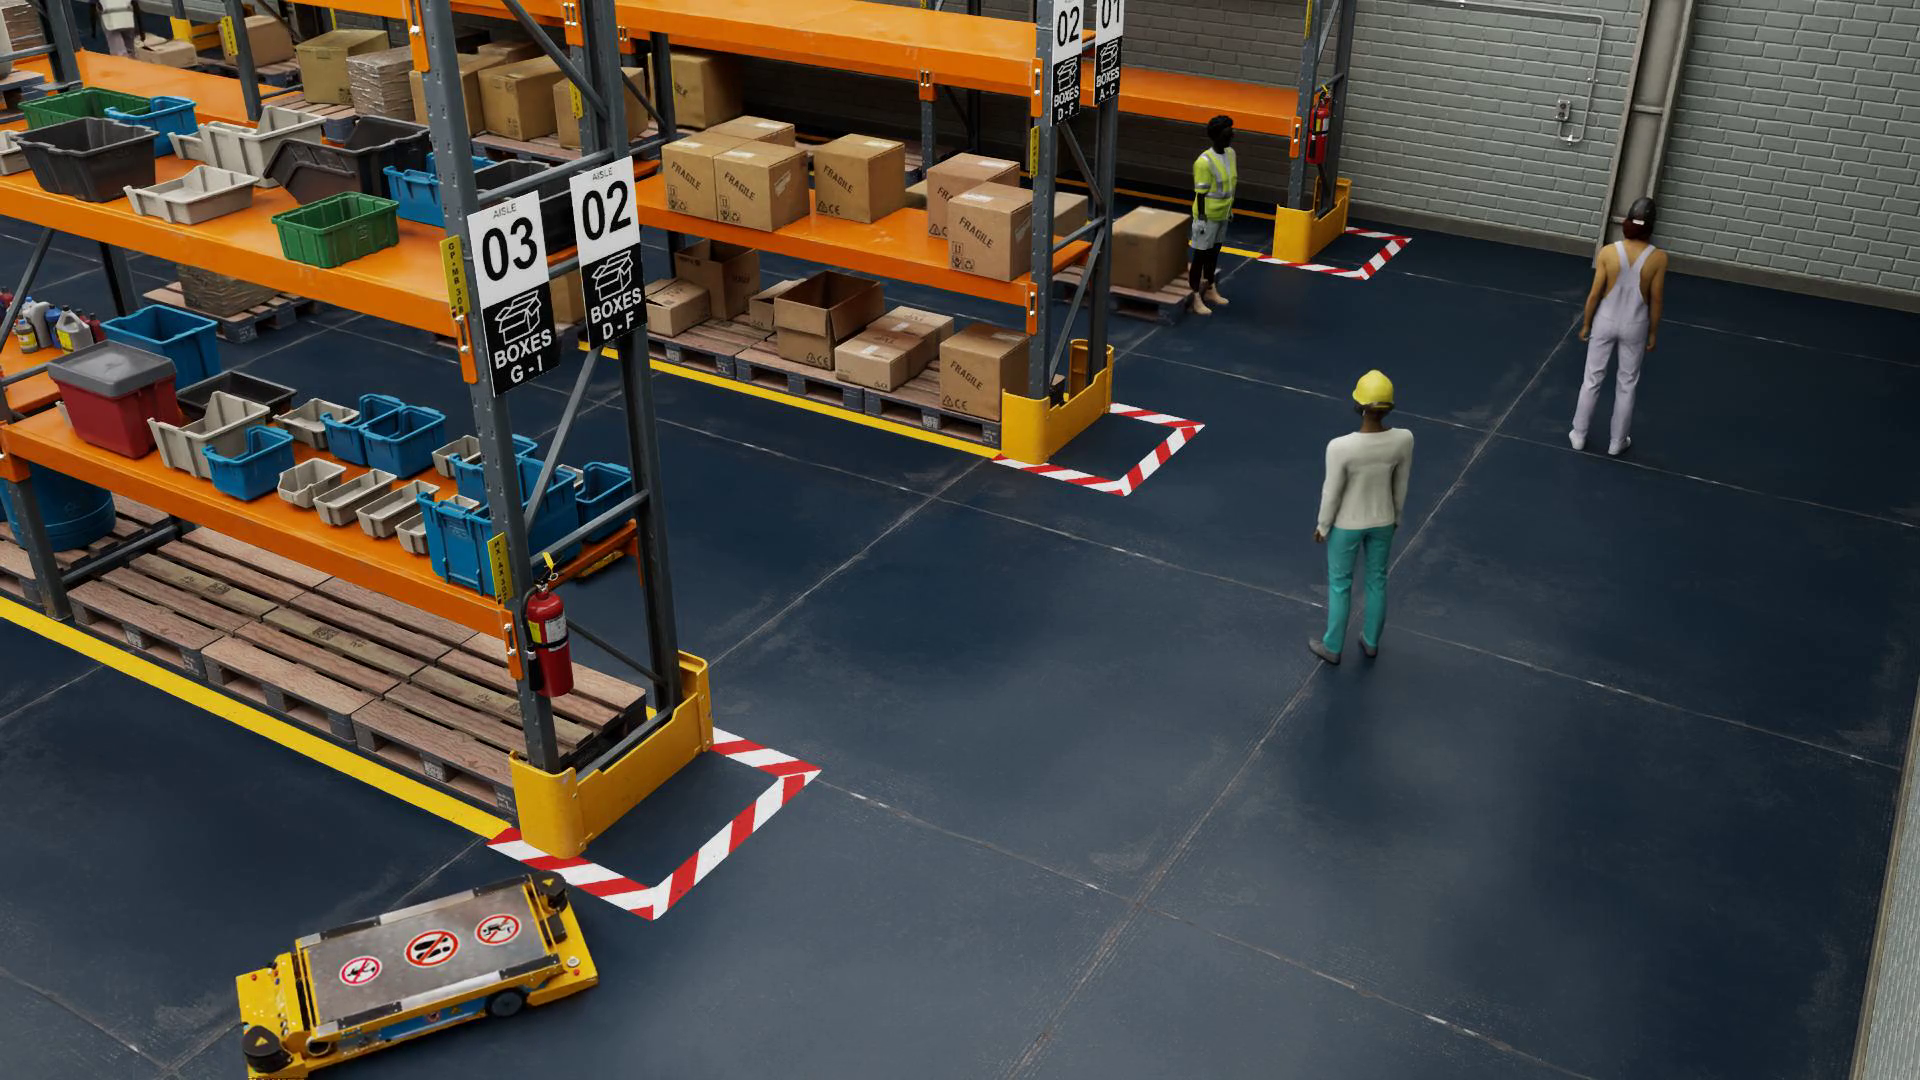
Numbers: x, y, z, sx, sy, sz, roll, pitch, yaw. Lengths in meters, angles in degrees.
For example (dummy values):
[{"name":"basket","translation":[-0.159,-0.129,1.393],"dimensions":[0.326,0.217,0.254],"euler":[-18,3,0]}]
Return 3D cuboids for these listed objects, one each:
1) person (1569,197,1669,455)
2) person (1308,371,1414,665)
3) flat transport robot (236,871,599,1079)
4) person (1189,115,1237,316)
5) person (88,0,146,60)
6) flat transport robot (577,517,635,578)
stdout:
[{"name":"person","translation":[4.648,-1.503,11.693],"dimensions":[0.509,1.863,0.375],"euler":[12,31,20]},{"name":"person","translation":[2.232,-0.112,9.295],"dimensions":[0.522,1.769,0.316],"euler":[-7,30,-13]},{"name":"flat transport robot","translation":[-2.365,1.890,7.242],"dimensions":[1.431,0.231,0.659],"euler":[-13,32,-22]},{"name":"person","translation":[2.153,-2.764,14.124],"dimensions":[0.318,1.696,0.534],"euler":[21,35,33]},{"name":"person","translation":[-10.264,-6.265,20.300],"dimensions":[0.564,1.798,0.963],"euler":[-25,38,-37]},{"name":"flat transport robot","translation":[-2.750,-0.148,10.899],"dimensions":[1.431,0.231,0.659],"euler":[18,34,30]}]
